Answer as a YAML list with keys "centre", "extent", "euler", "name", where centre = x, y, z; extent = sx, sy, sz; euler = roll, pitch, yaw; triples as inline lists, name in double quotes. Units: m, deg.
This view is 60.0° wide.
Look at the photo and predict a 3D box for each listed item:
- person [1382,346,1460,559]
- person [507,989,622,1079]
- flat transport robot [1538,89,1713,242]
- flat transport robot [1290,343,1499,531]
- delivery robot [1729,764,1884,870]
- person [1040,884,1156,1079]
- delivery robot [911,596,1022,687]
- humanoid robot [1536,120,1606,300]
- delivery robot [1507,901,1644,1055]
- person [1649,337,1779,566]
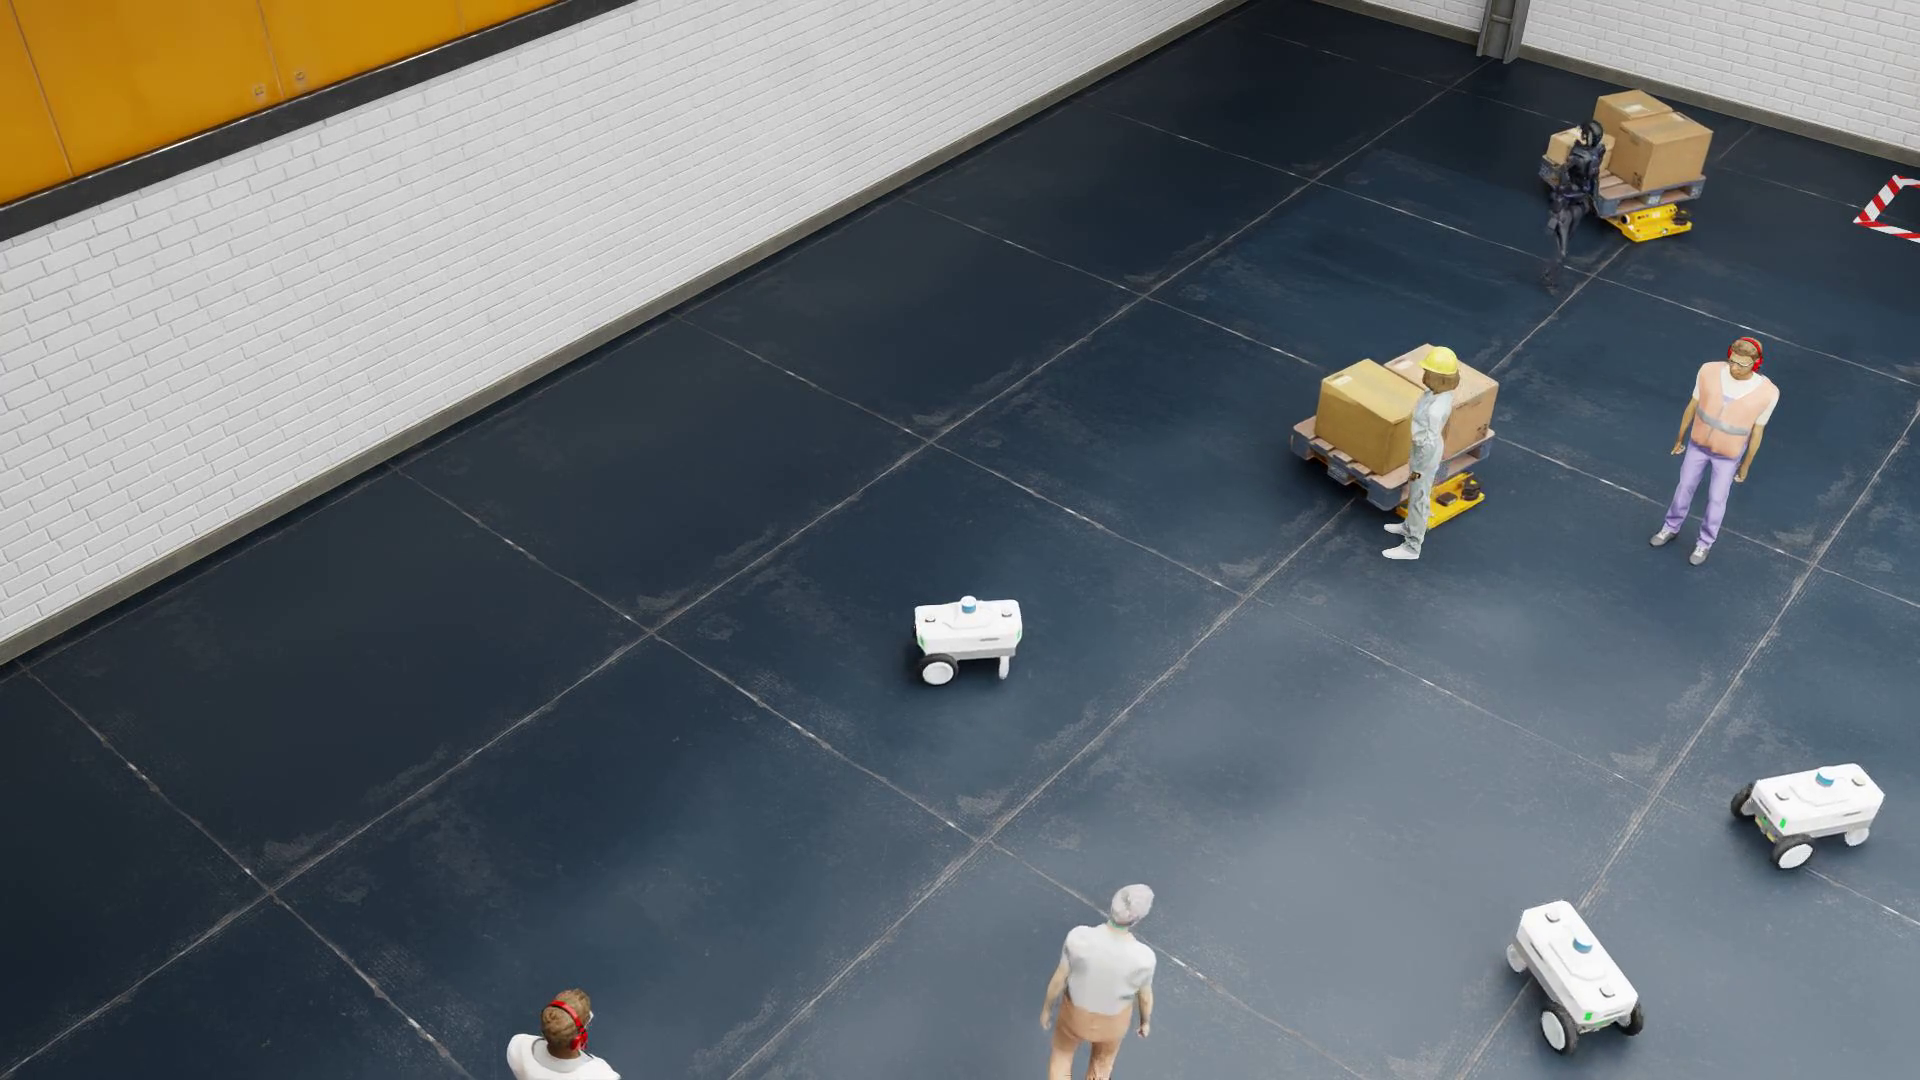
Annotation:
- centre: [3.302, -0.627, 11.889]
  extent: [0.294, 1.744, 0.486]
  euler: [10, 40, 12]
  name: "person"
- centre: [-1.738, 2.730, 7.655]
  extent: [0.568, 1.831, 0.409]
  euler: [14, 41, 17]
  name: "person"
- centre: [6.519, -3.402, 16.509]
  extent: [0.659, 0.231, 1.431]
  euler: [-14, 41, -17]
  name: "flat transport robot"
- centre: [3.339, -0.598, 13.029]
  extent: [0.659, 0.231, 1.431]
  euler: [-25, 45, -28]
  name: "flat transport robot"
- centre: [5.138, 1.615, 10.053]
  extent: [0.789, 0.593, 0.499]
  euler: [-8, 40, -10]
  name: "delivery robot"
- centre: [0.664, 2.377, 8.190]
  extent: [0.533, 1.706, 0.568]
  euler: [10, 40, 12]
  name: "person"
- centre: [0.027, 0.644, 11.265]
  extent: [0.773, 0.601, 0.507]
  euler: [-4, 39, -5]
  name: "delivery robot"
- centre: [5.514, -2.978, 14.864]
  extent: [0.603, 1.648, 0.478]
  euler: [-23, 44, -26]
  name: "humanoid robot"
- centre: [3.365, 2.378, 9.104]
  extent: [0.499, 0.592, 0.774]
  euler: [-11, 40, -13]
  name: "delivery robot"
- centre: [5.396, -0.665, 11.863]
  extent: [0.562, 1.840, 0.376]
  euler: [31, 48, 33]
  name: "person"
